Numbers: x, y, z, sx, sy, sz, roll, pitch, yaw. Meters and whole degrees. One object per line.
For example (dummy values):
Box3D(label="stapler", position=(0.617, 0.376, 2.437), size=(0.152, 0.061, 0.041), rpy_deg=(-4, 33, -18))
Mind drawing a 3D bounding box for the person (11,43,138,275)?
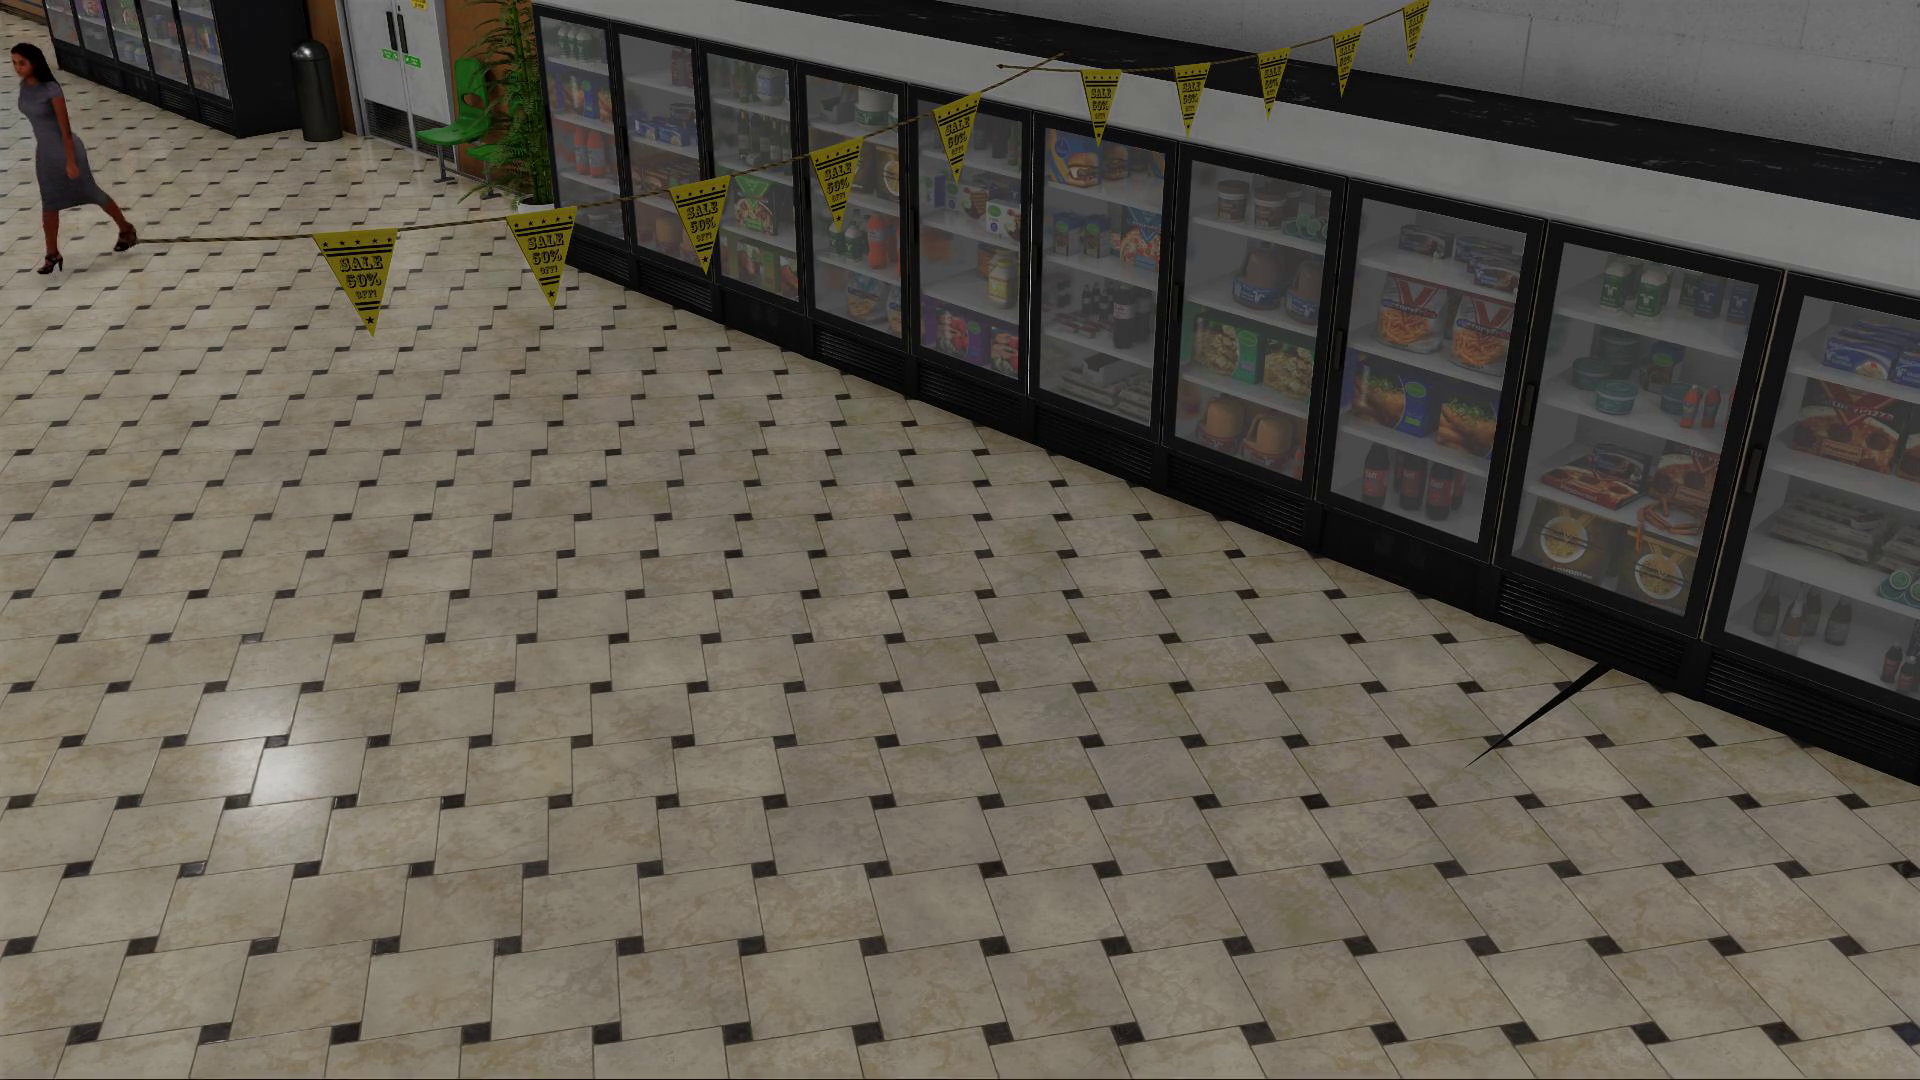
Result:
Box3D(label="person", position=(-6.854, -2.949, 12.858), size=(0.943, 1.712, 1.232), rpy_deg=(11, 29, 20))
